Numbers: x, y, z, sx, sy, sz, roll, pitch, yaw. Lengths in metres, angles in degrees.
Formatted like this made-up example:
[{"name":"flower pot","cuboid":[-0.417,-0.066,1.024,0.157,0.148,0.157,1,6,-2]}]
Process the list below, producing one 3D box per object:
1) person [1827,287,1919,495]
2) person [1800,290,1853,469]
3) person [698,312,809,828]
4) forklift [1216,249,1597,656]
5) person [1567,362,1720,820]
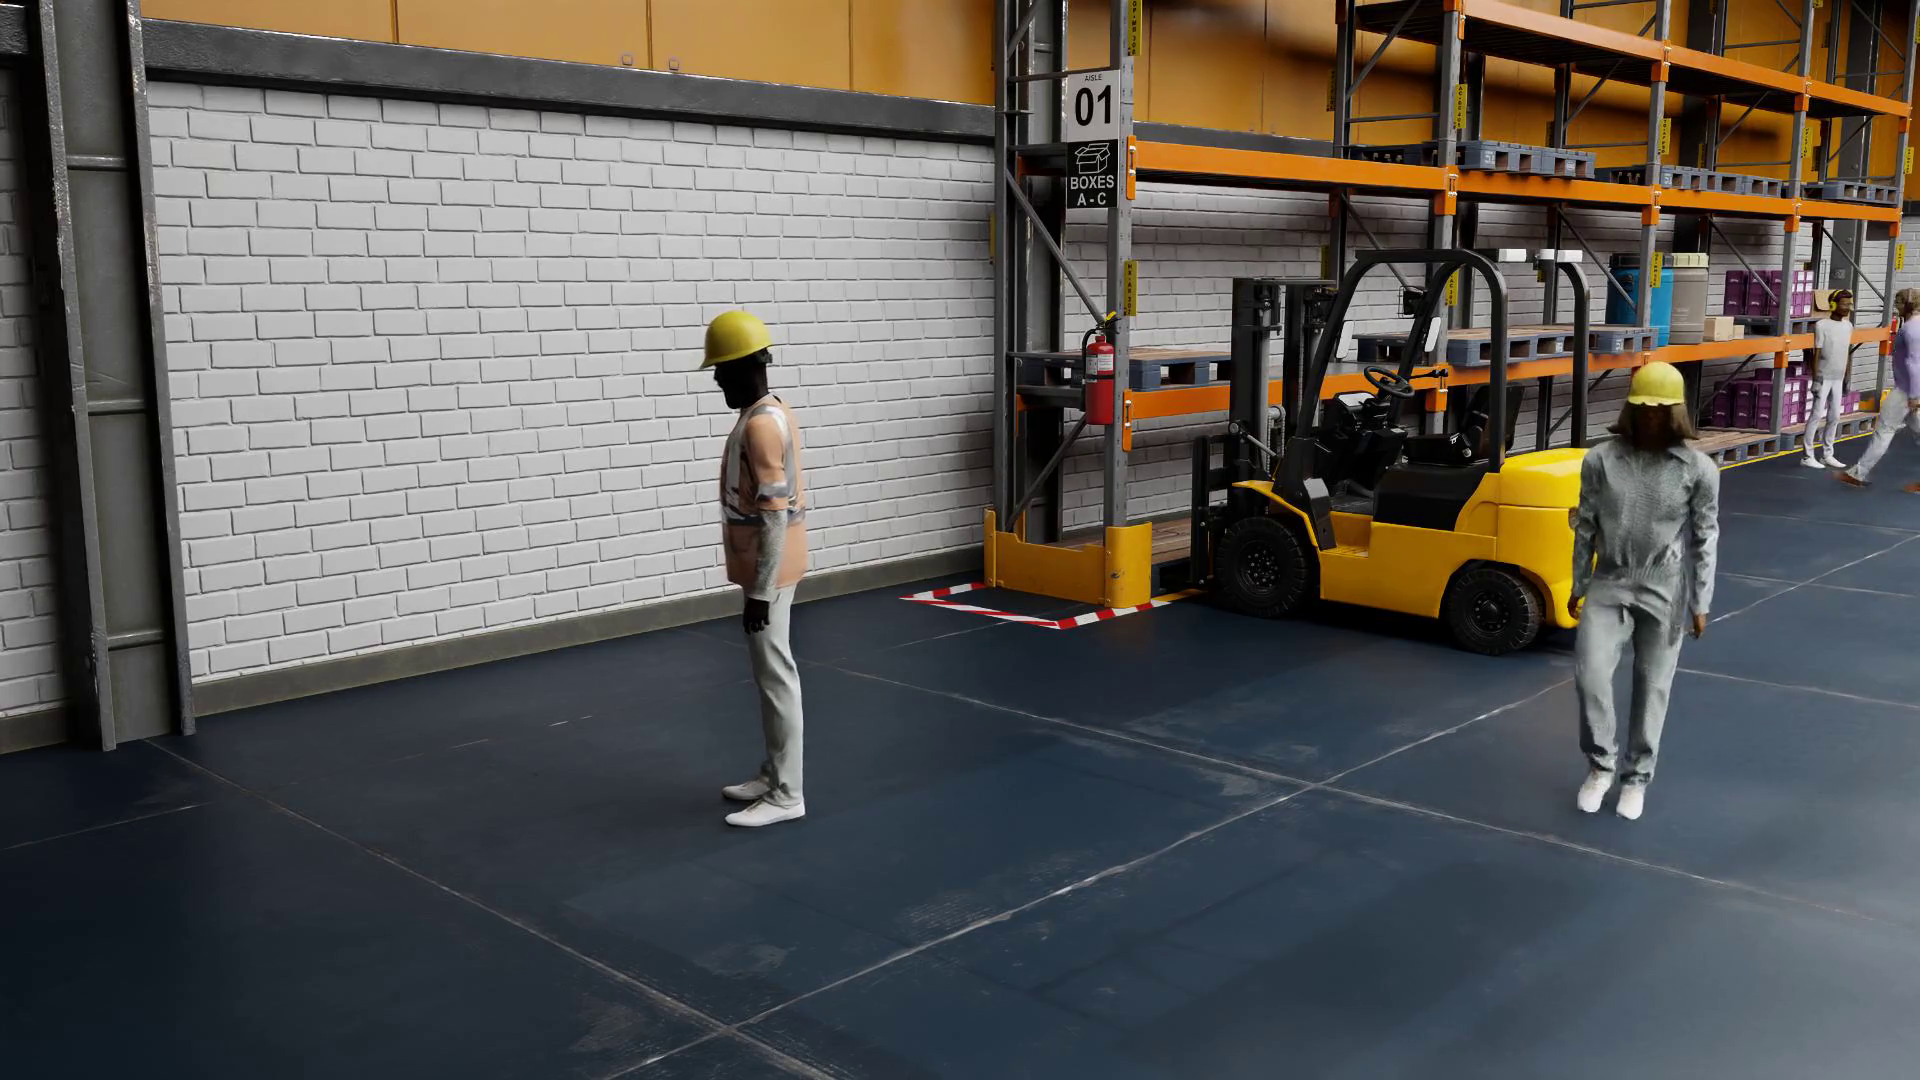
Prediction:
[{"name":"person","cuboid":[8.618,-1.372,15.349,0.989,1.893,0.656,7,12,38]},{"name":"person","cuboid":[9.060,-1.668,17.309,0.511,1.860,0.318,-3,10,-20]},{"name":"person","cuboid":[-0.762,0.113,6.205,0.398,1.913,0.590,-1,9,-6]},{"name":"forklift","cuboid":[2.710,-0.584,9.626,2.313,2.155,1.214,9,13,43]},{"name":"person","cuboid":[2.532,0.201,6.206,0.518,1.725,0.429,5,11,28]}]
